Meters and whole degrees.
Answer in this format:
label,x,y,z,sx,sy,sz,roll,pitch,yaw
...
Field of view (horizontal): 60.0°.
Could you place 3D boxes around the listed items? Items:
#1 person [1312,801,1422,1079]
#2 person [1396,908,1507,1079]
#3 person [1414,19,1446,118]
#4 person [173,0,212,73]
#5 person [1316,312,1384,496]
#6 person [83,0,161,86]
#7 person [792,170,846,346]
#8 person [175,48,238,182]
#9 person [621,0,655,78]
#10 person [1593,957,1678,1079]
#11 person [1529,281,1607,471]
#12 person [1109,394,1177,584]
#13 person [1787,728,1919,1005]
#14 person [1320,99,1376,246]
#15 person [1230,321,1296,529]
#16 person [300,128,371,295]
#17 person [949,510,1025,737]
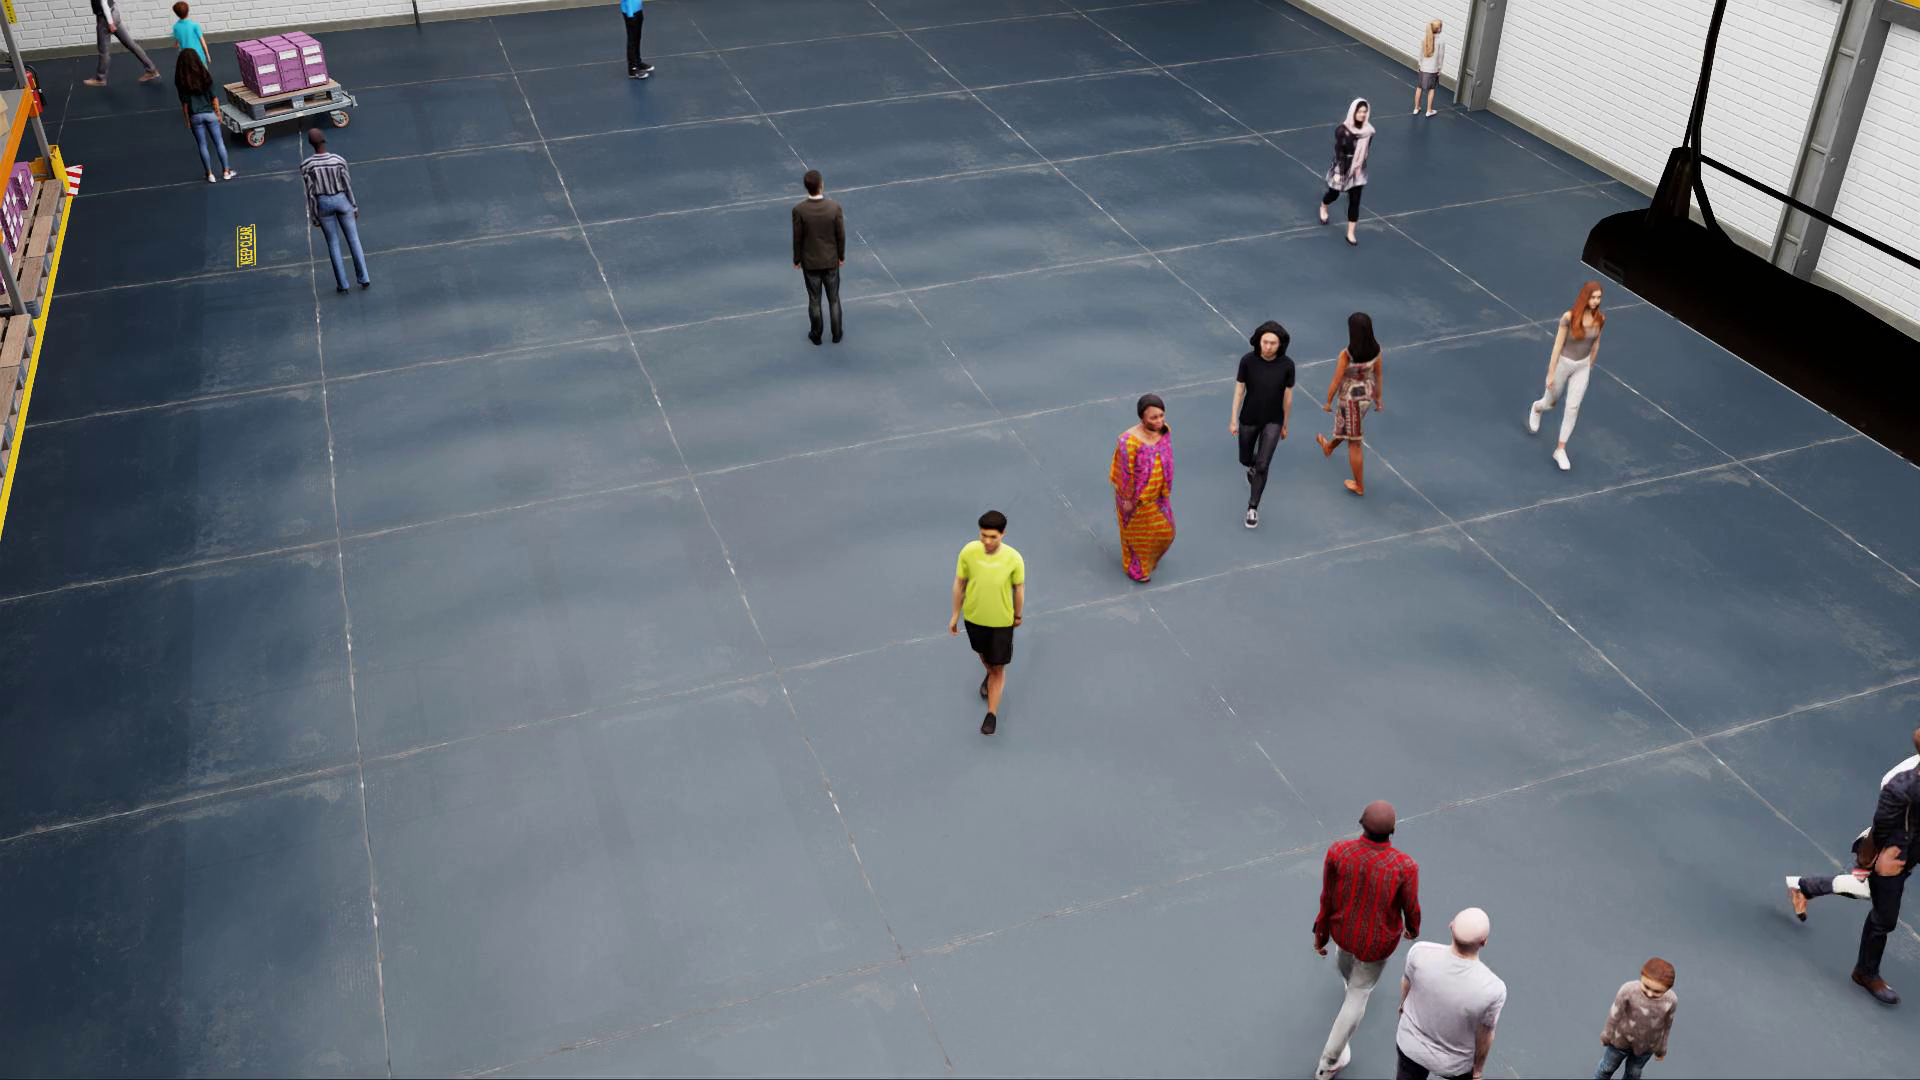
label,x,y,z,sx,sy,sz,roll,pitch,yaw
person,2.171,2.198,9.053,1.204,1.778,1.180,20,38,27
person,2.364,2.621,8.387,0.927,1.810,0.972,19,38,26
person,6.324,-6.364,22.386,0.587,1.277,0.662,22,40,30
person,-10.378,-6.520,22.479,0.698,1.435,0.950,-2,34,-2
person,3.423,-1.130,14.217,0.739,1.603,1.098,-15,37,-22
person,-11.788,-7.288,23.218,0.825,1.896,1.201,-8,34,-11
person,-1.388,-2.805,16.559,0.717,1.801,0.599,-6,34,-8
person,-9.263,-5.190,20.313,0.600,1.617,0.586,-16,37,-23
person,-4.673,-7.514,23.646,0.740,1.799,0.630,5,34,7
person,3.608,2.654,8.896,0.560,1.192,0.598,8,34,12
person,5.356,-1.525,14.723,0.810,1.701,1.087,-1,34,-1
person,1.422,-0.430,13.113,0.701,1.660,0.763,-18,38,-25
person,5.314,1.765,9.620,0.858,1.871,1.178,-20,39,-27
person,4.358,-4.218,18.863,0.748,1.603,1.138,-5,34,-8
person,2.525,-1.050,13.915,0.989,1.805,1.136,8,34,11
person,-6.605,-3.468,17.563,0.658,1.793,0.580,-16,37,-22
person,0.216,0.474,11.747,1.015,1.667,1.137,10,35,15
